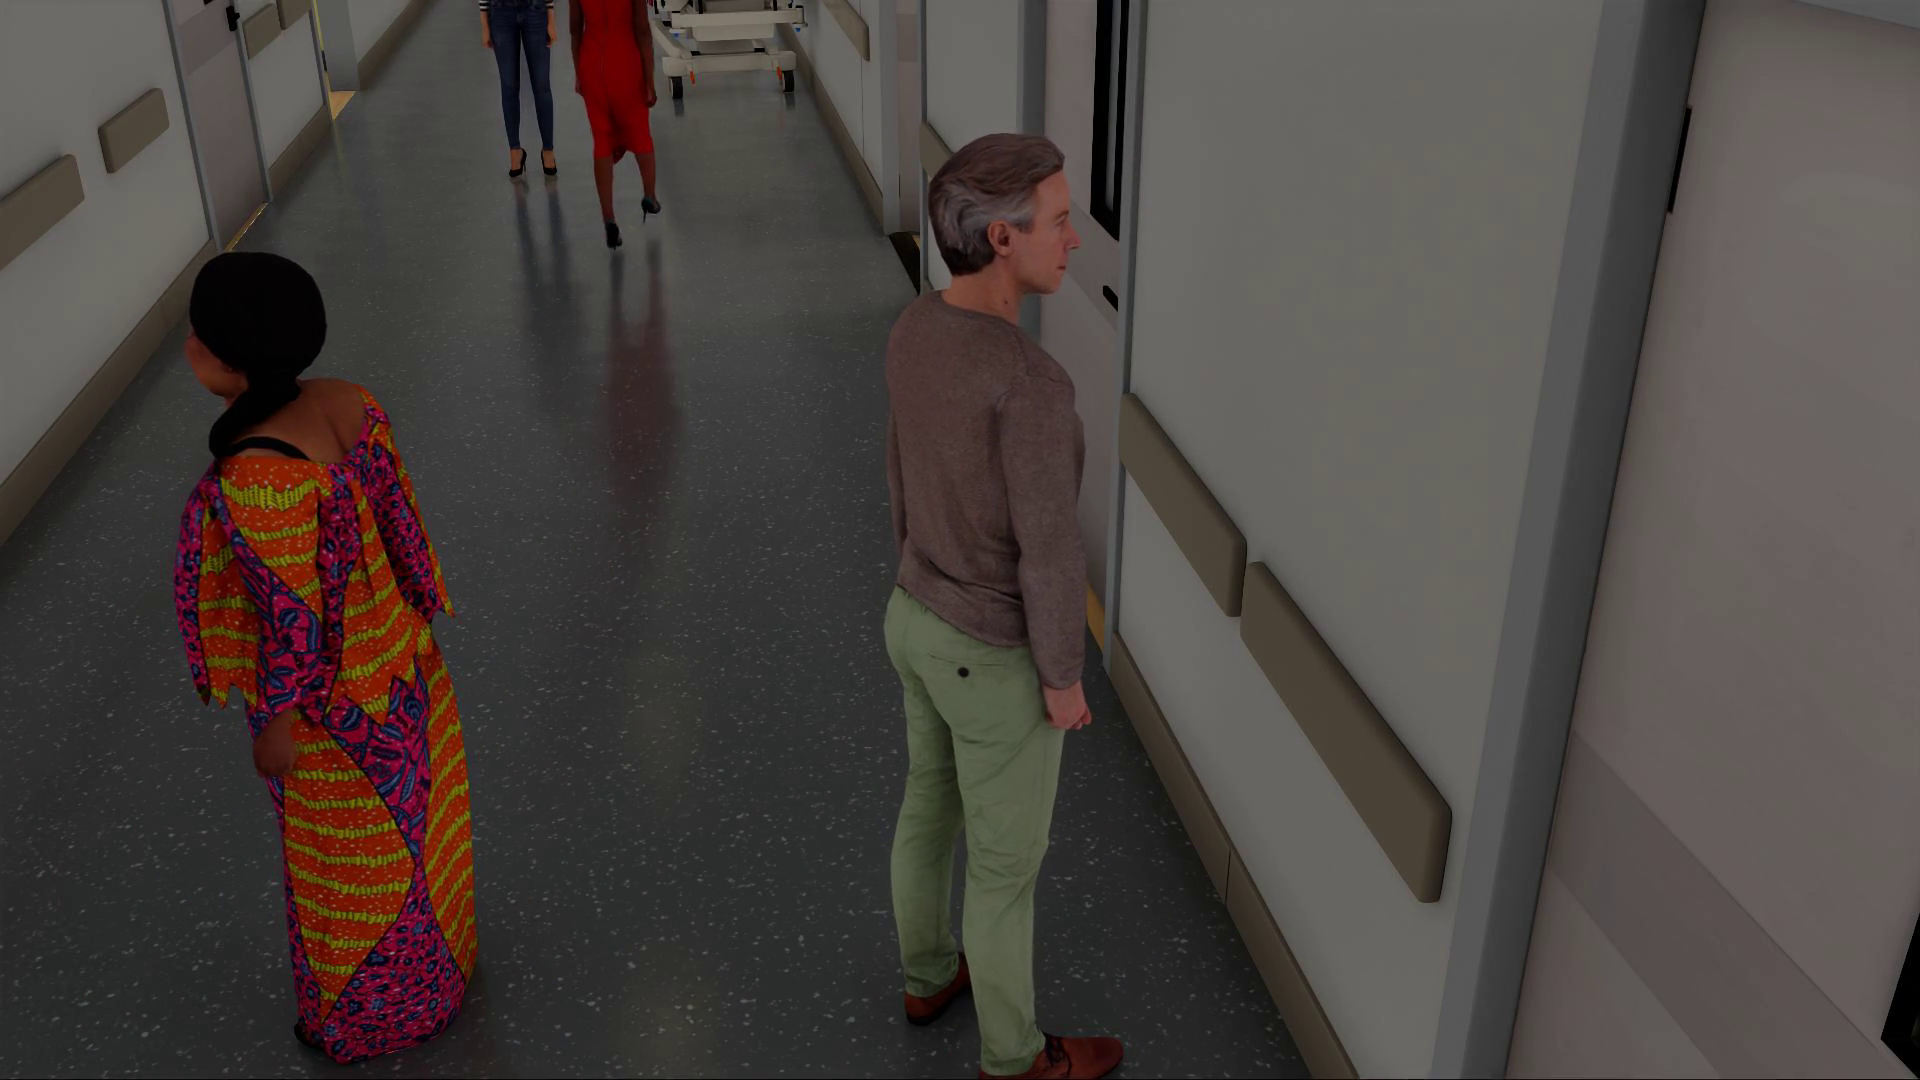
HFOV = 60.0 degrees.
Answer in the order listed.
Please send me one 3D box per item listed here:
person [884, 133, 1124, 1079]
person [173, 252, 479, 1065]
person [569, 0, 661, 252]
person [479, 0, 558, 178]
[{"bbox_3d":[0.034,0.195,3.100,0.740,1.868,0.761,-15,29,-28],"label":"person"},{"bbox_3d":[-1.251,0.230,3.236,0.701,1.686,0.687,0,26,0],"label":"person"},{"bbox_3d":[-1.802,-2.335,8.533,0.996,1.707,0.780,0,26,0],"label":"person"},{"bbox_3d":[-2.649,-3.099,10.014,0.407,1.796,0.642,-4,26,-9],"label":"person"}]
